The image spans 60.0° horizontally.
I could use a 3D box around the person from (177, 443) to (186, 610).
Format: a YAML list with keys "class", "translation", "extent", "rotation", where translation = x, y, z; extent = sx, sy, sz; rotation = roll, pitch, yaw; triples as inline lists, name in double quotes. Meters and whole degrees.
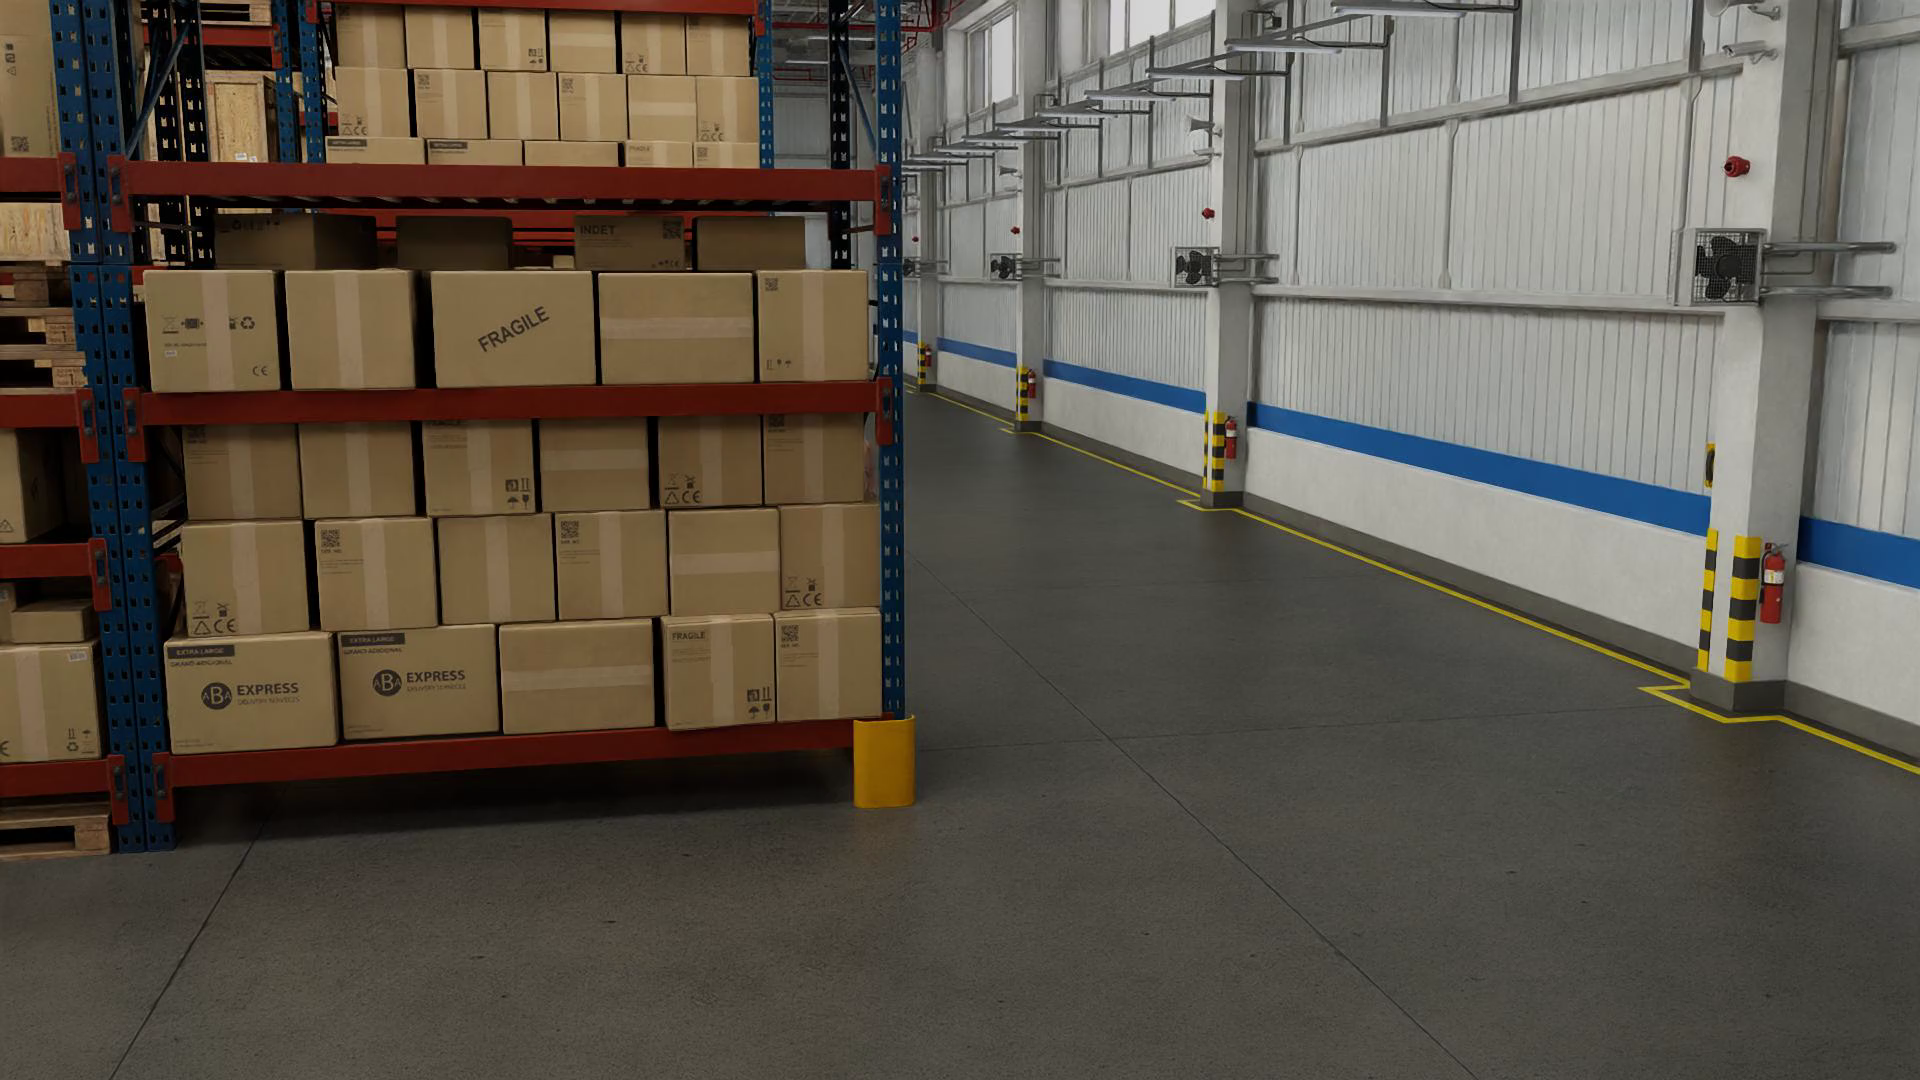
- class: "person"
  translation: [-5.045, 0.227, 11.161]
  extent: [0.466, 1.982, 0.617]
  rotation: [-2, 9, -10]

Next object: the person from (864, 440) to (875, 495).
- class: "person"
  translation: [-1.111, -0.415, 16.159]
  extent: [0.511, 1.616, 0.636]
  rotation: [2, 10, 11]
